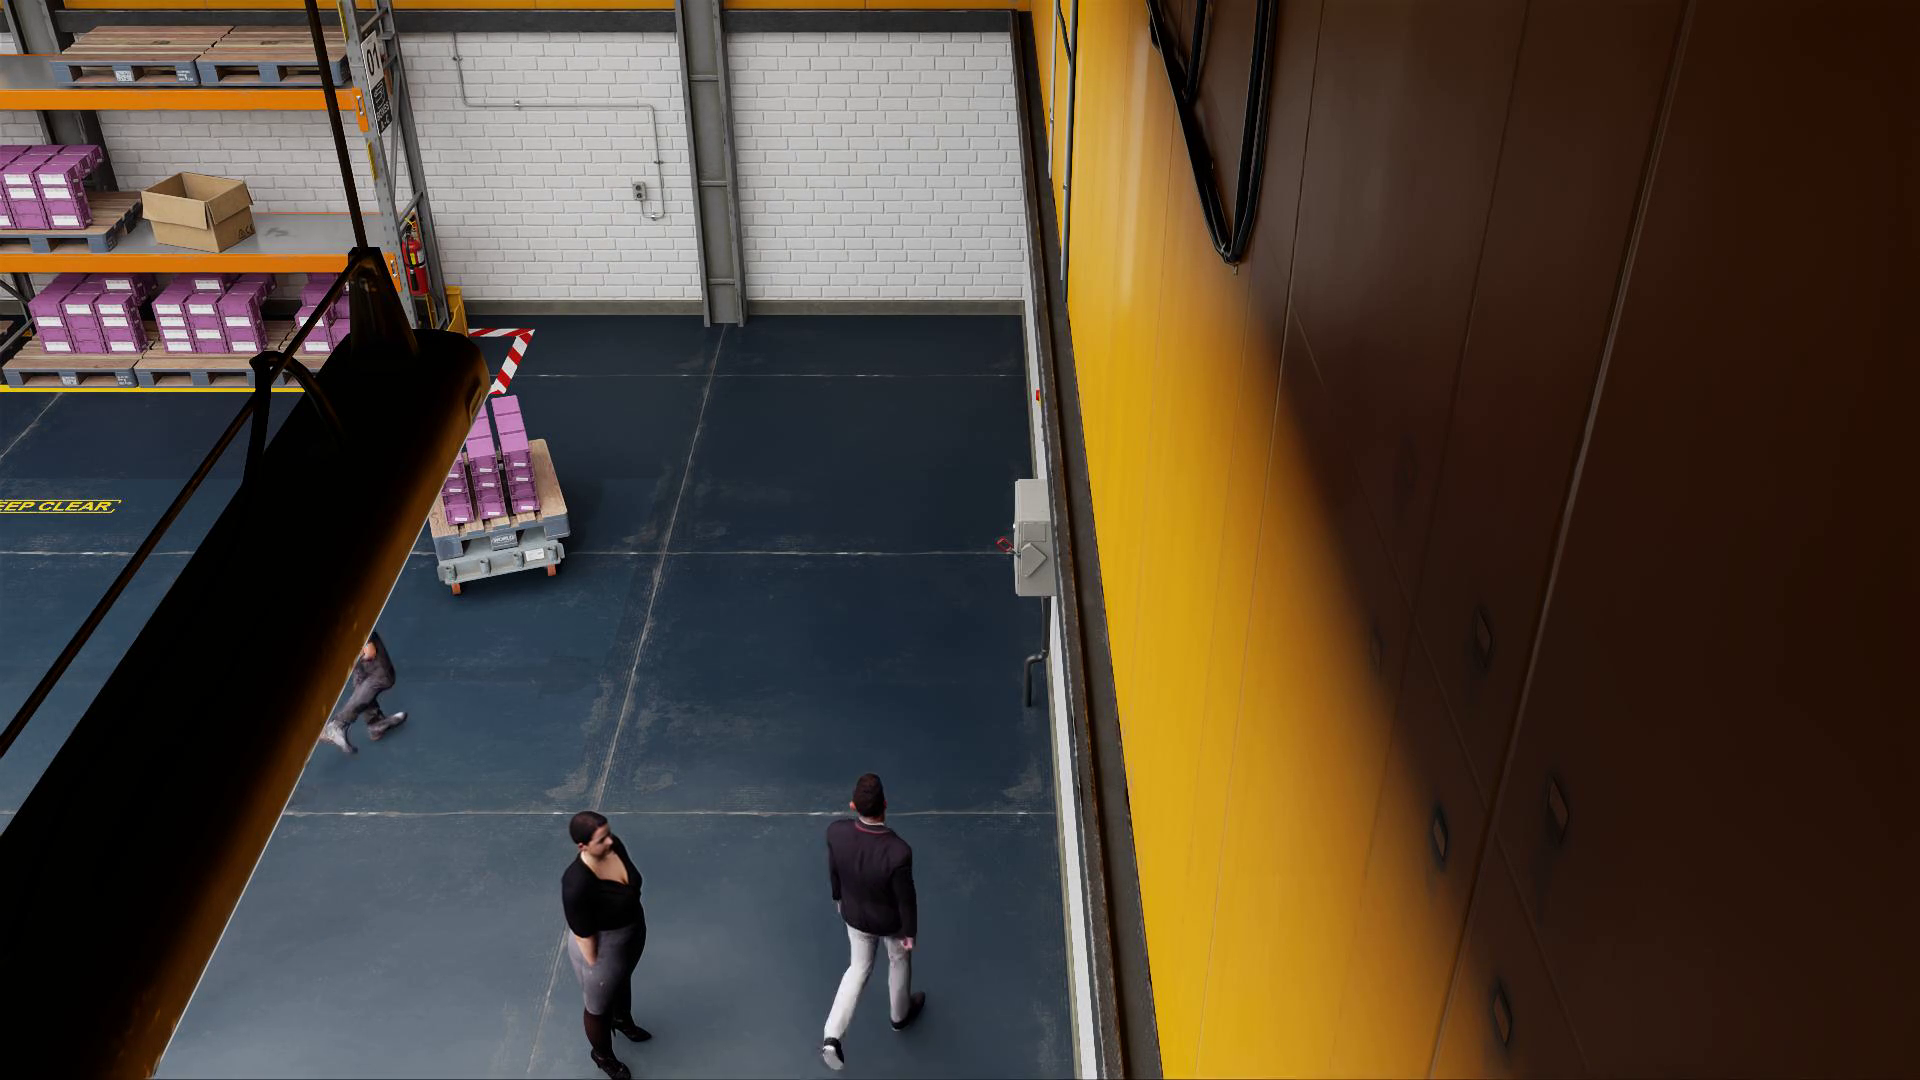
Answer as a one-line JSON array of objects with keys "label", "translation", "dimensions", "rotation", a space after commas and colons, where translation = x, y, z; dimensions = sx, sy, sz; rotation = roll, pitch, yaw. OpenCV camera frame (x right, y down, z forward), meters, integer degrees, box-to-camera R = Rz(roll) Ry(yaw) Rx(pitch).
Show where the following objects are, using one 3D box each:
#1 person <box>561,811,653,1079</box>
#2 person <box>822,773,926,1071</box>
[{"label": "person", "translation": [-1.850, 2.084, 8.658], "dimensions": [0.703, 1.760, 0.726], "rotation": [8, 35, 12]}, {"label": "person", "translation": [-0.493, 2.027, 8.698], "dimensions": [1.089, 1.811, 1.020], "rotation": [17, 37, 24]}]
